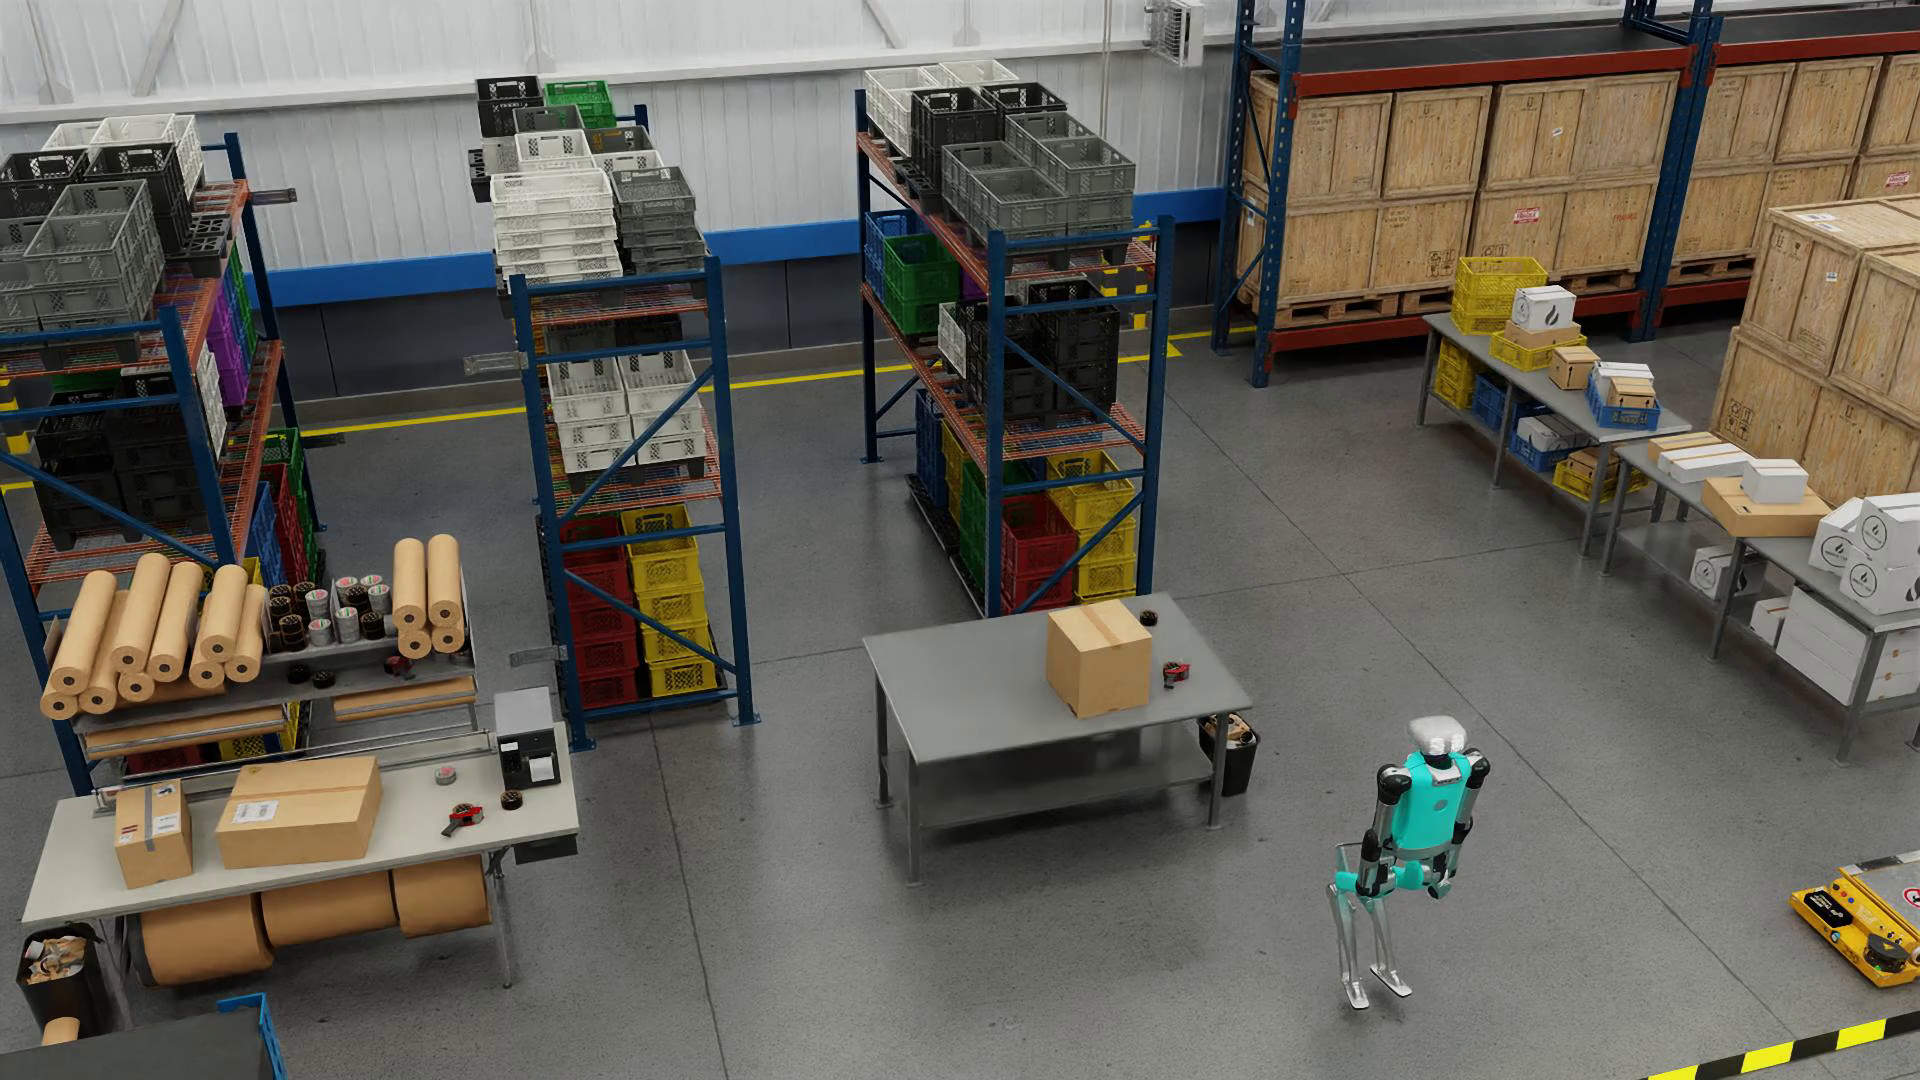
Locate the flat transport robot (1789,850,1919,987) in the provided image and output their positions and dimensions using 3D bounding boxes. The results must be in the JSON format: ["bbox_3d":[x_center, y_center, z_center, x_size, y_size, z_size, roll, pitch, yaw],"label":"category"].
[{"bbox_3d":[5.163,1.916,8.676,1.431,0.231,0.659,-8,30,-14],"label":"flat transport robot"}]

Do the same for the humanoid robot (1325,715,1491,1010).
[{"bbox_3d":[2.029,1.438,7.880,0.533,1.677,0.735,-8,30,-15],"label":"humanoid robot"}]
